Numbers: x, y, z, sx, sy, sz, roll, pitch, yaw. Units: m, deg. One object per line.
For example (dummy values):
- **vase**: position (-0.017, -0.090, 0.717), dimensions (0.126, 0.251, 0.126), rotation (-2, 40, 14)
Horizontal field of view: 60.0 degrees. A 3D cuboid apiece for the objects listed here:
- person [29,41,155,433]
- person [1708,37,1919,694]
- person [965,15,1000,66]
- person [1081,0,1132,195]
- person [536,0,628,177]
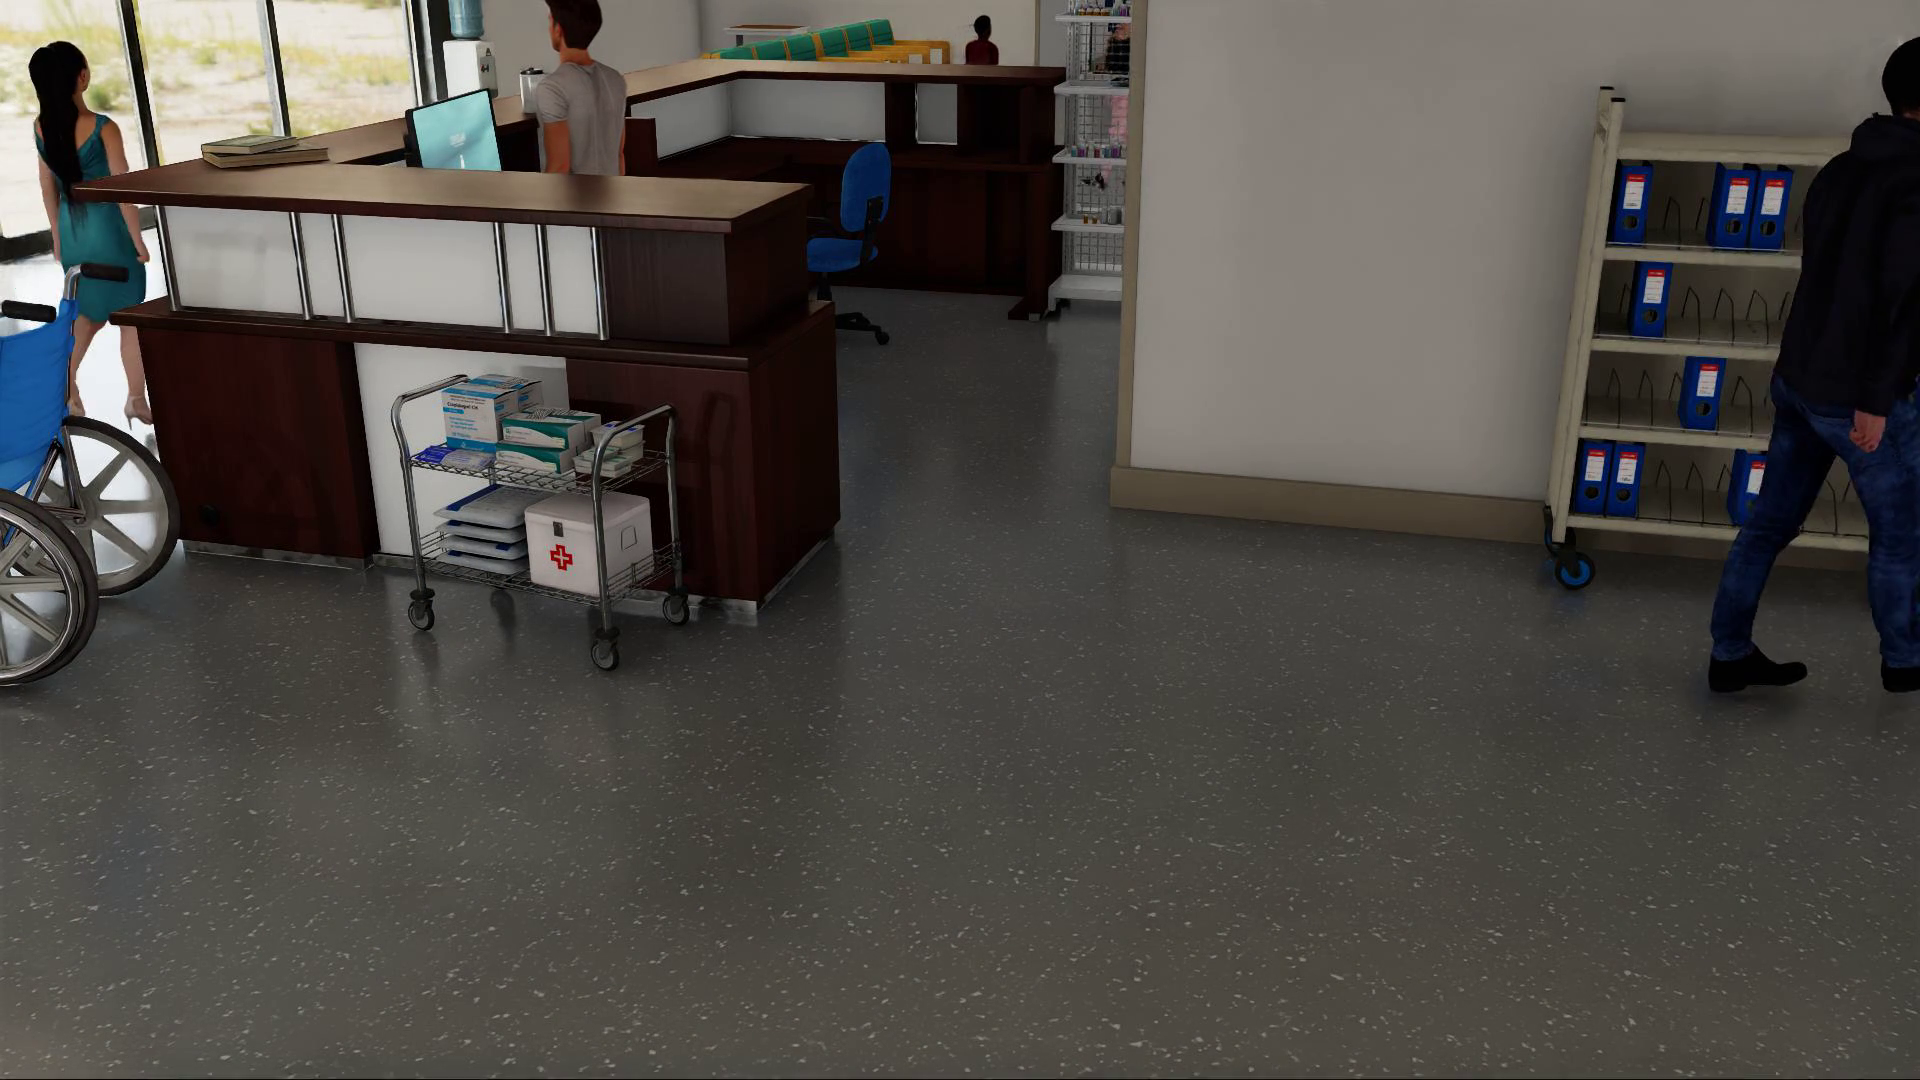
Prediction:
- **person**: position (-3.674, -1.215, 7.007), dimensions (0.803, 1.670, 0.700), rotation (2, 21, 5)
- **person**: position (2.366, -0.415, 4.623), dimensions (1.106, 1.862, 0.902), rotation (-1, 21, -3)
- **person**: position (0.179, -4.339, 15.880), dimensions (0.810, 1.228, 0.557), rotation (6, 22, 15)
- **person**: position (1.359, -3.568, 13.435), dimensions (0.981, 1.518, 1.018), rotation (-15, 26, -35)
- **person**: position (-1.597, -1.392, 7.151), dimensions (0.627, 1.899, 0.694), rotation (10, 23, 25)
